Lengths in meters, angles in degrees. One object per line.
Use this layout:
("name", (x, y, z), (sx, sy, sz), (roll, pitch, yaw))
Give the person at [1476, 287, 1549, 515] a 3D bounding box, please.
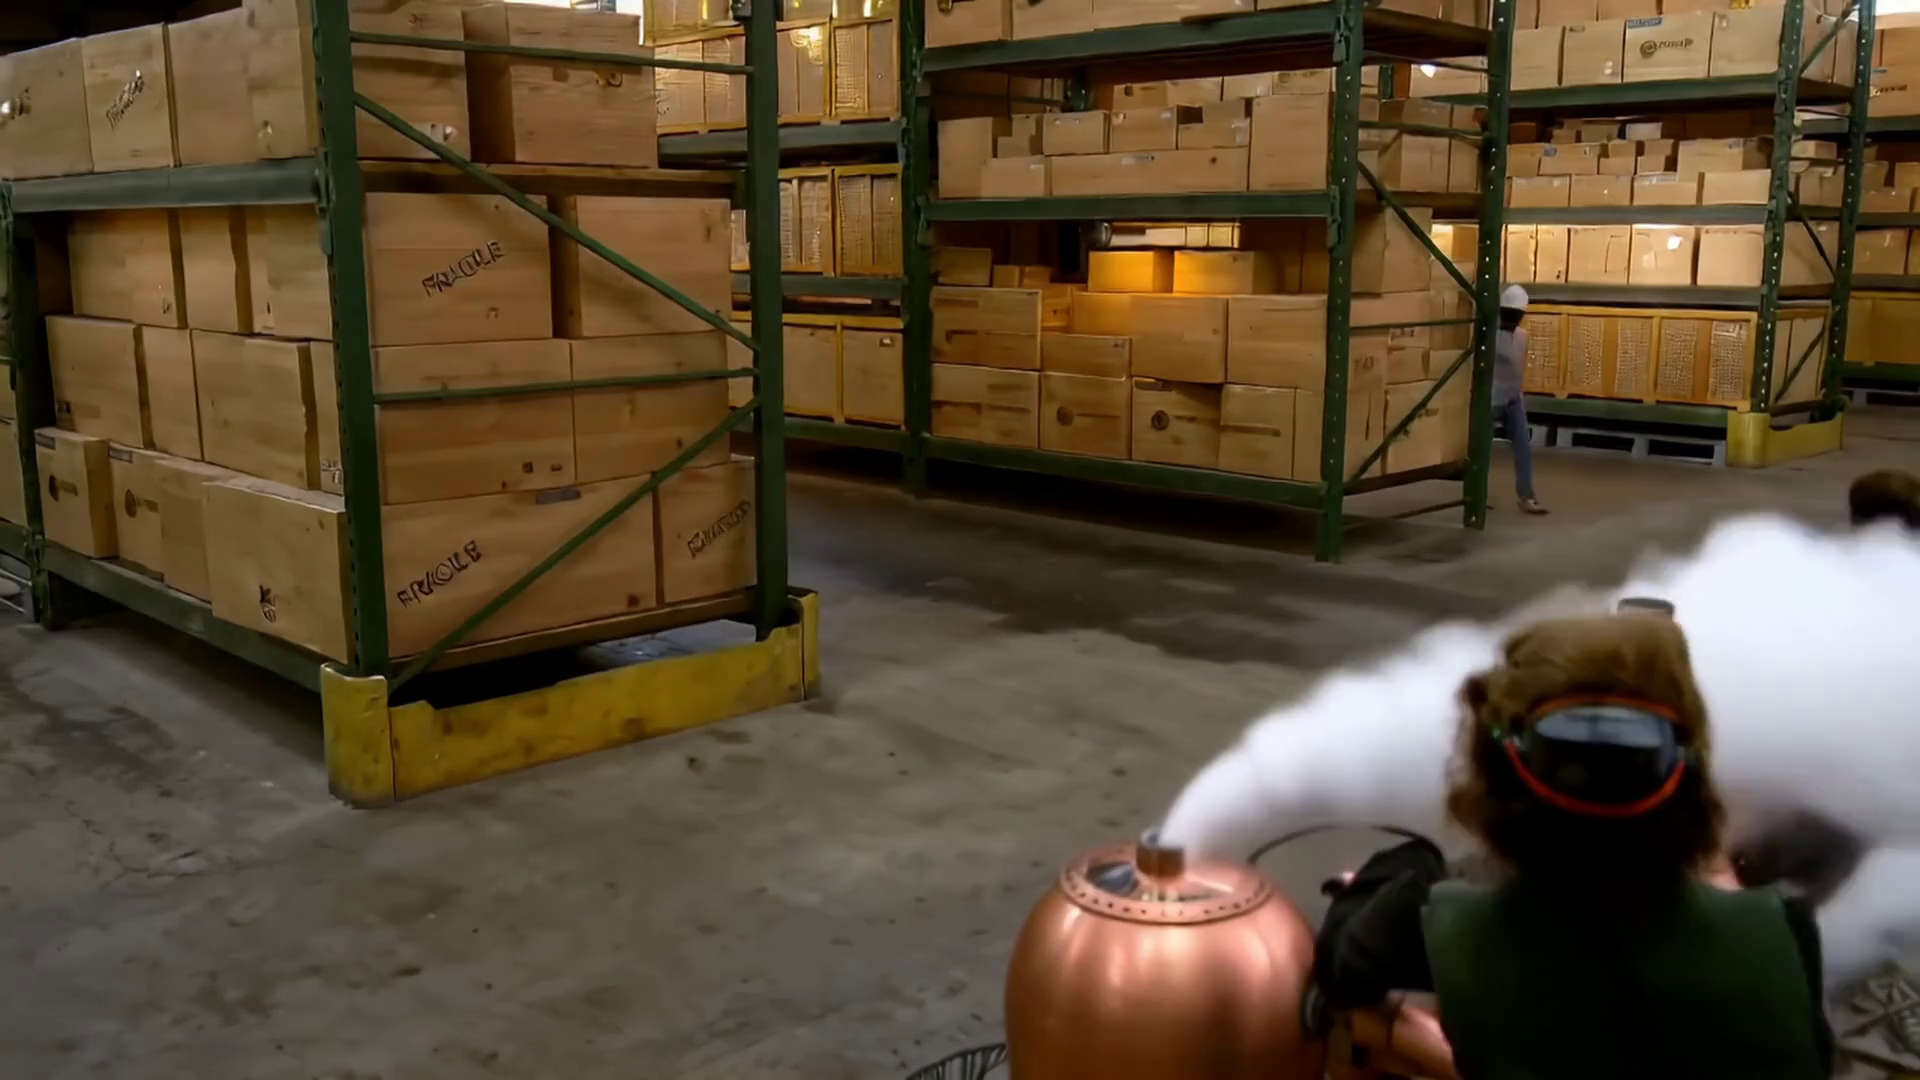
("person", (4.197, -1.047, 12.678), (0.525, 1.737, 0.786), (-4, 11, -23))
